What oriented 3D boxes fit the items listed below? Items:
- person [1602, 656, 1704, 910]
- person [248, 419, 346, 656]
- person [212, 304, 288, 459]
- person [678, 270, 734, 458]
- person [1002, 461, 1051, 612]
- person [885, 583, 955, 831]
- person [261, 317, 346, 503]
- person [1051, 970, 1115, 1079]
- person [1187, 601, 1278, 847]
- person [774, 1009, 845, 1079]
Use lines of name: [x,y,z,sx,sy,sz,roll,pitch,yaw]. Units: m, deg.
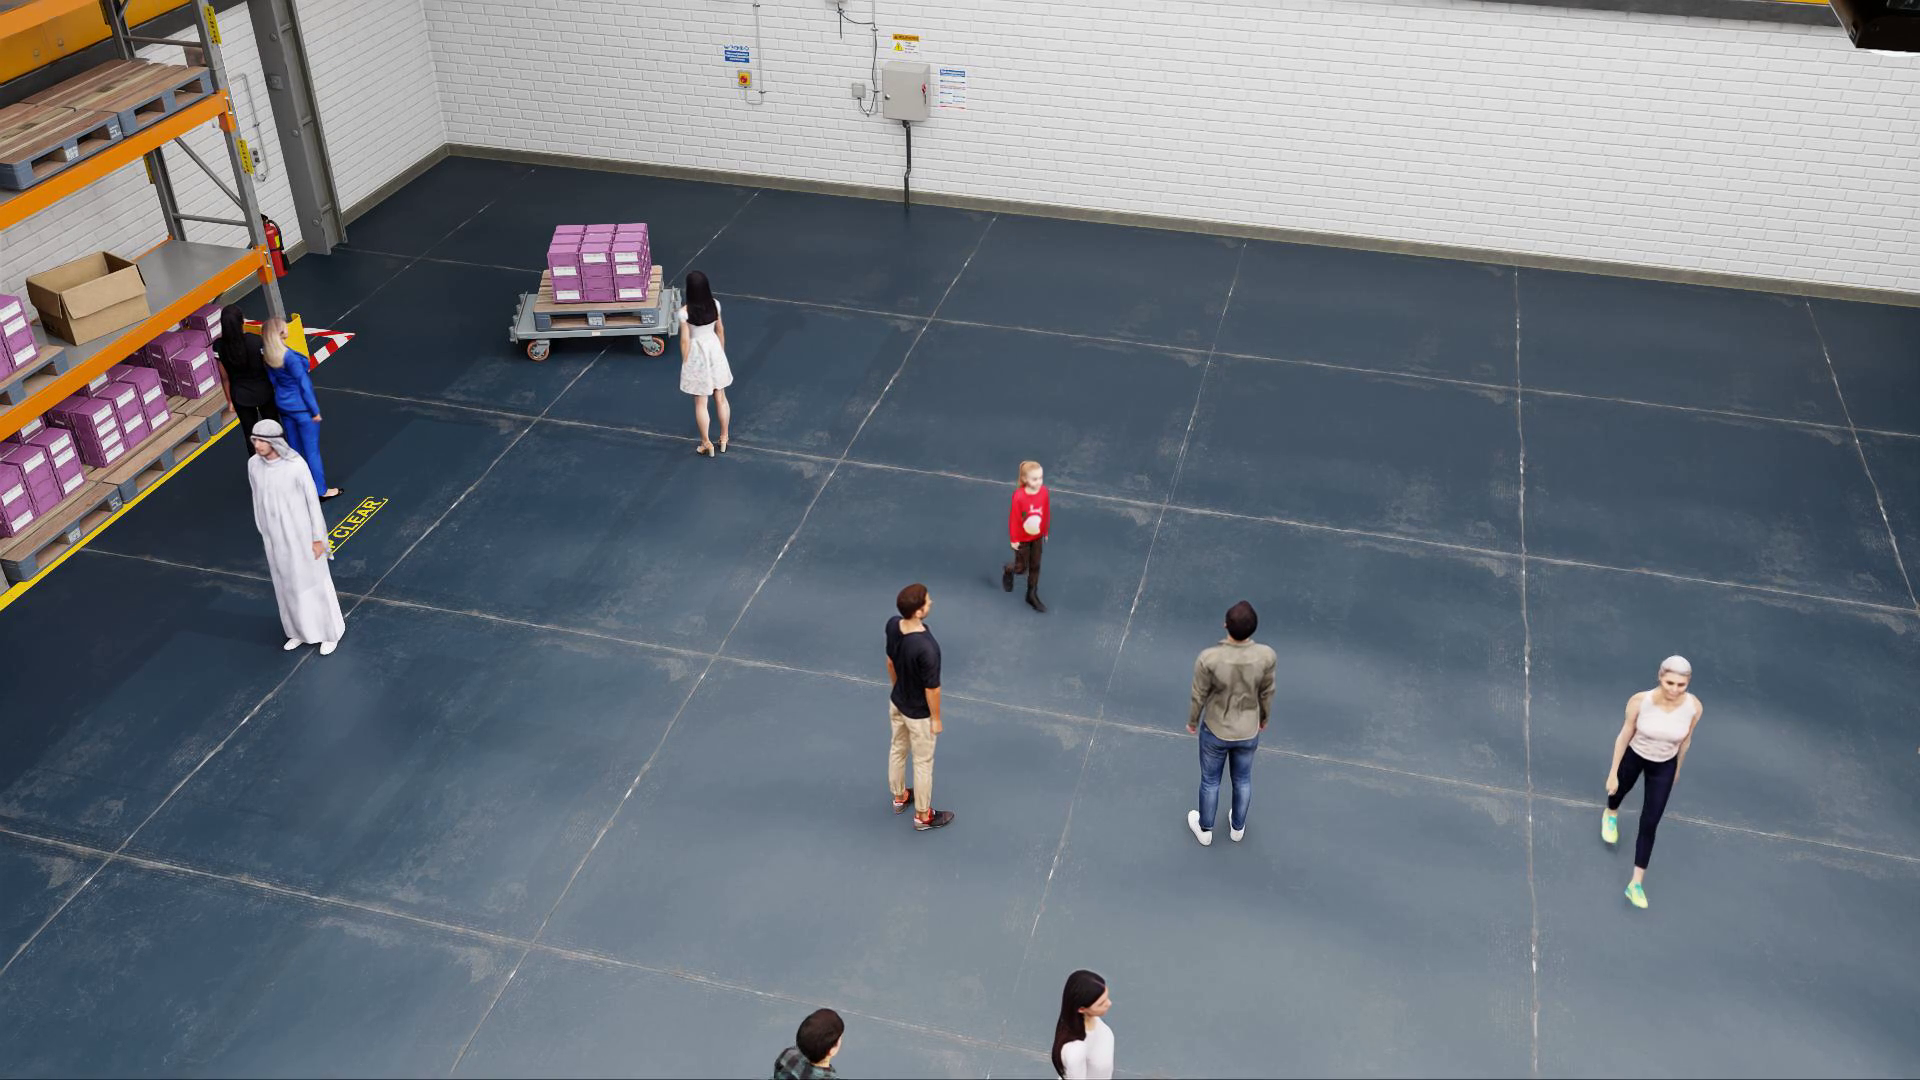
person: [4.278,1.359,10.426,0.643,1.649,1.173,7,34,10]
person: [-4.927,-0.041,12.281,0.682,1.927,0.639,6,34,10]
person: [-6.049,-1.227,14.244,0.706,1.729,0.721,-9,35,-13]
person: [-2.255,-1.562,14.706,0.769,1.775,0.834,-19,38,-27]
person: [0.504,-0.061,12.900,0.709,1.275,0.772,-17,37,-23]
person: [-0.298,1.059,10.687,0.732,1.859,0.706,-23,40,-31]
person: [-5.634,-1.108,14.090,0.684,1.700,0.656,21,39,28]
person: [0.578,2.765,8.166,0.681,1.809,0.494,5,34,8]
person: [1.706,1.178,10.503,0.778,1.865,0.732,-3,34,-5]
person: [-0.688,2.927,7.907,0.808,1.705,0.809,-29,43,-36]
